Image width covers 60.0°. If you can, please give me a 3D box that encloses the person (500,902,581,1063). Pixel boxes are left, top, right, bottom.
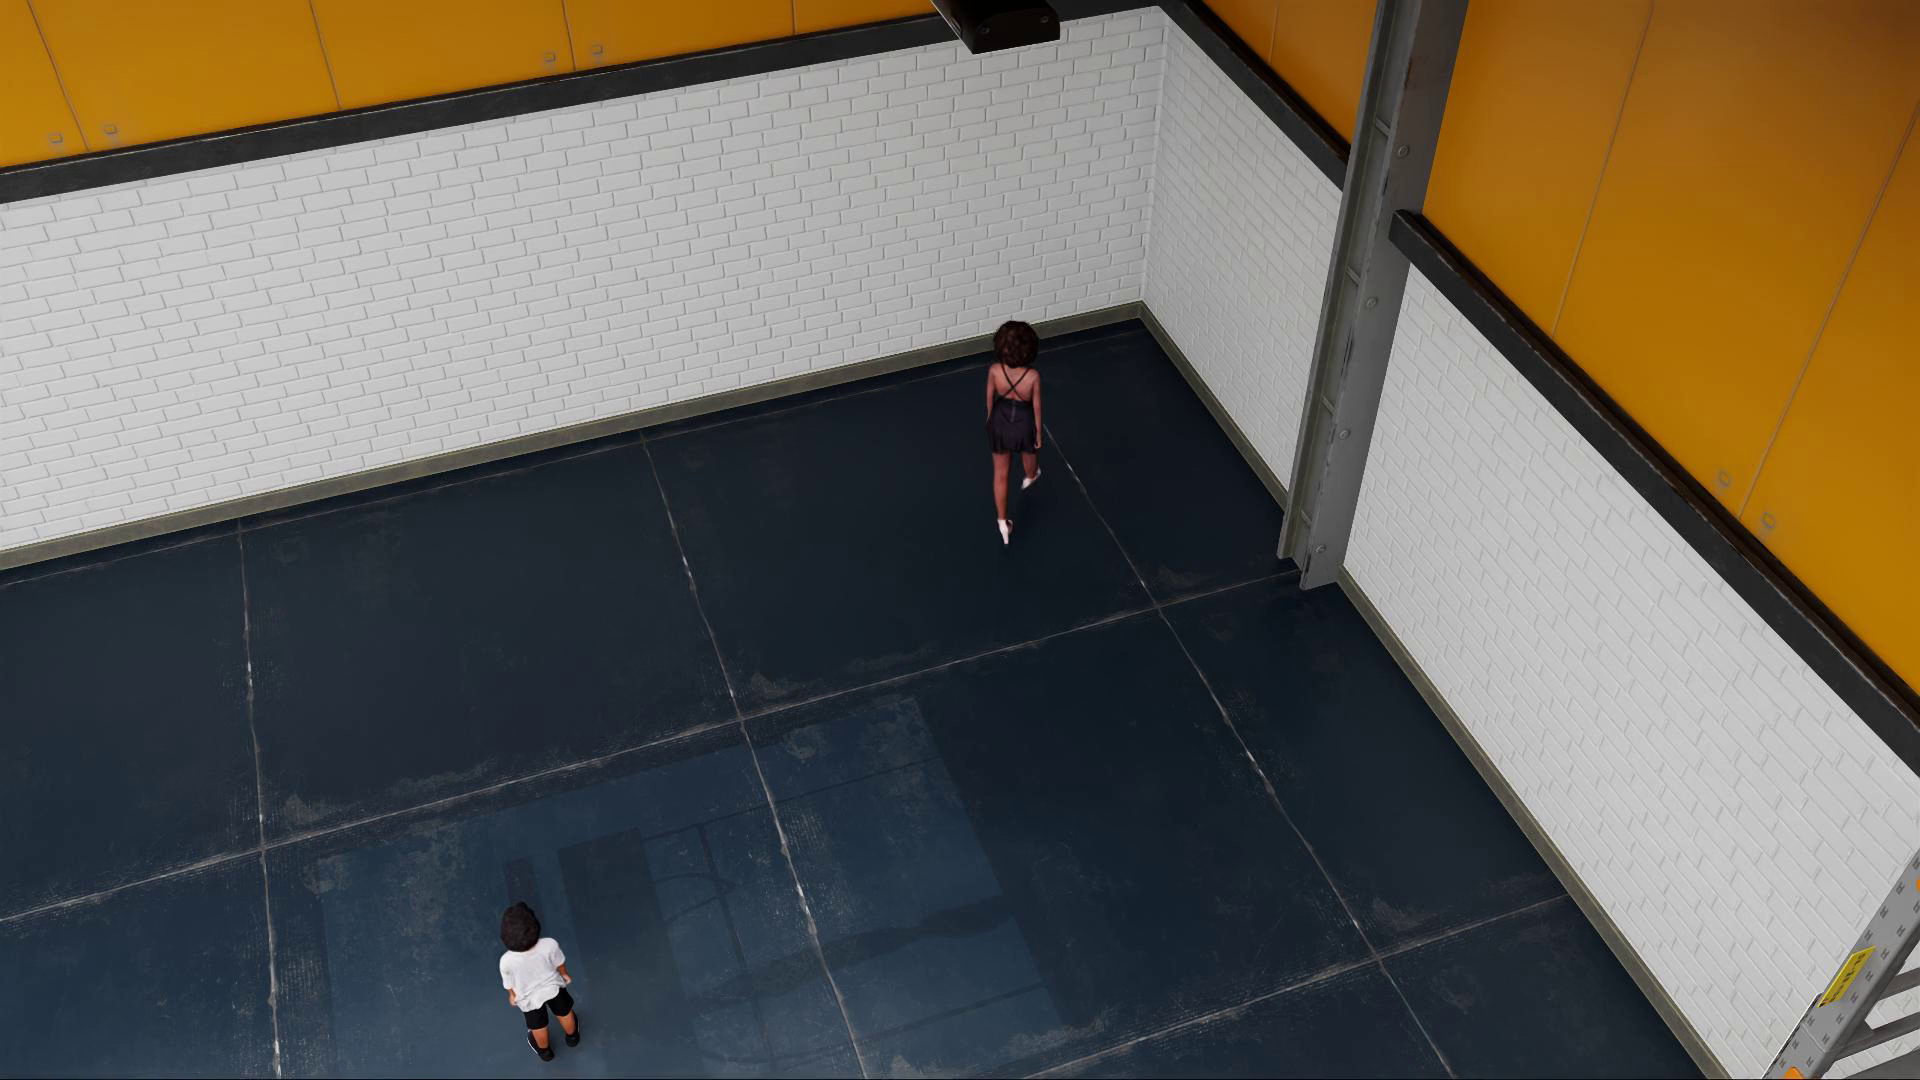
[{"bbox_3d":[-2.220,2.335,8.756,0.524,1.261,0.541,-22,48,-22],"label":"person"}]

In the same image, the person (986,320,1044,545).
[{"bbox_3d":[0.355,-0.693,11.573,0.915,1.759,1.090,8,44,8],"label":"person"}]
